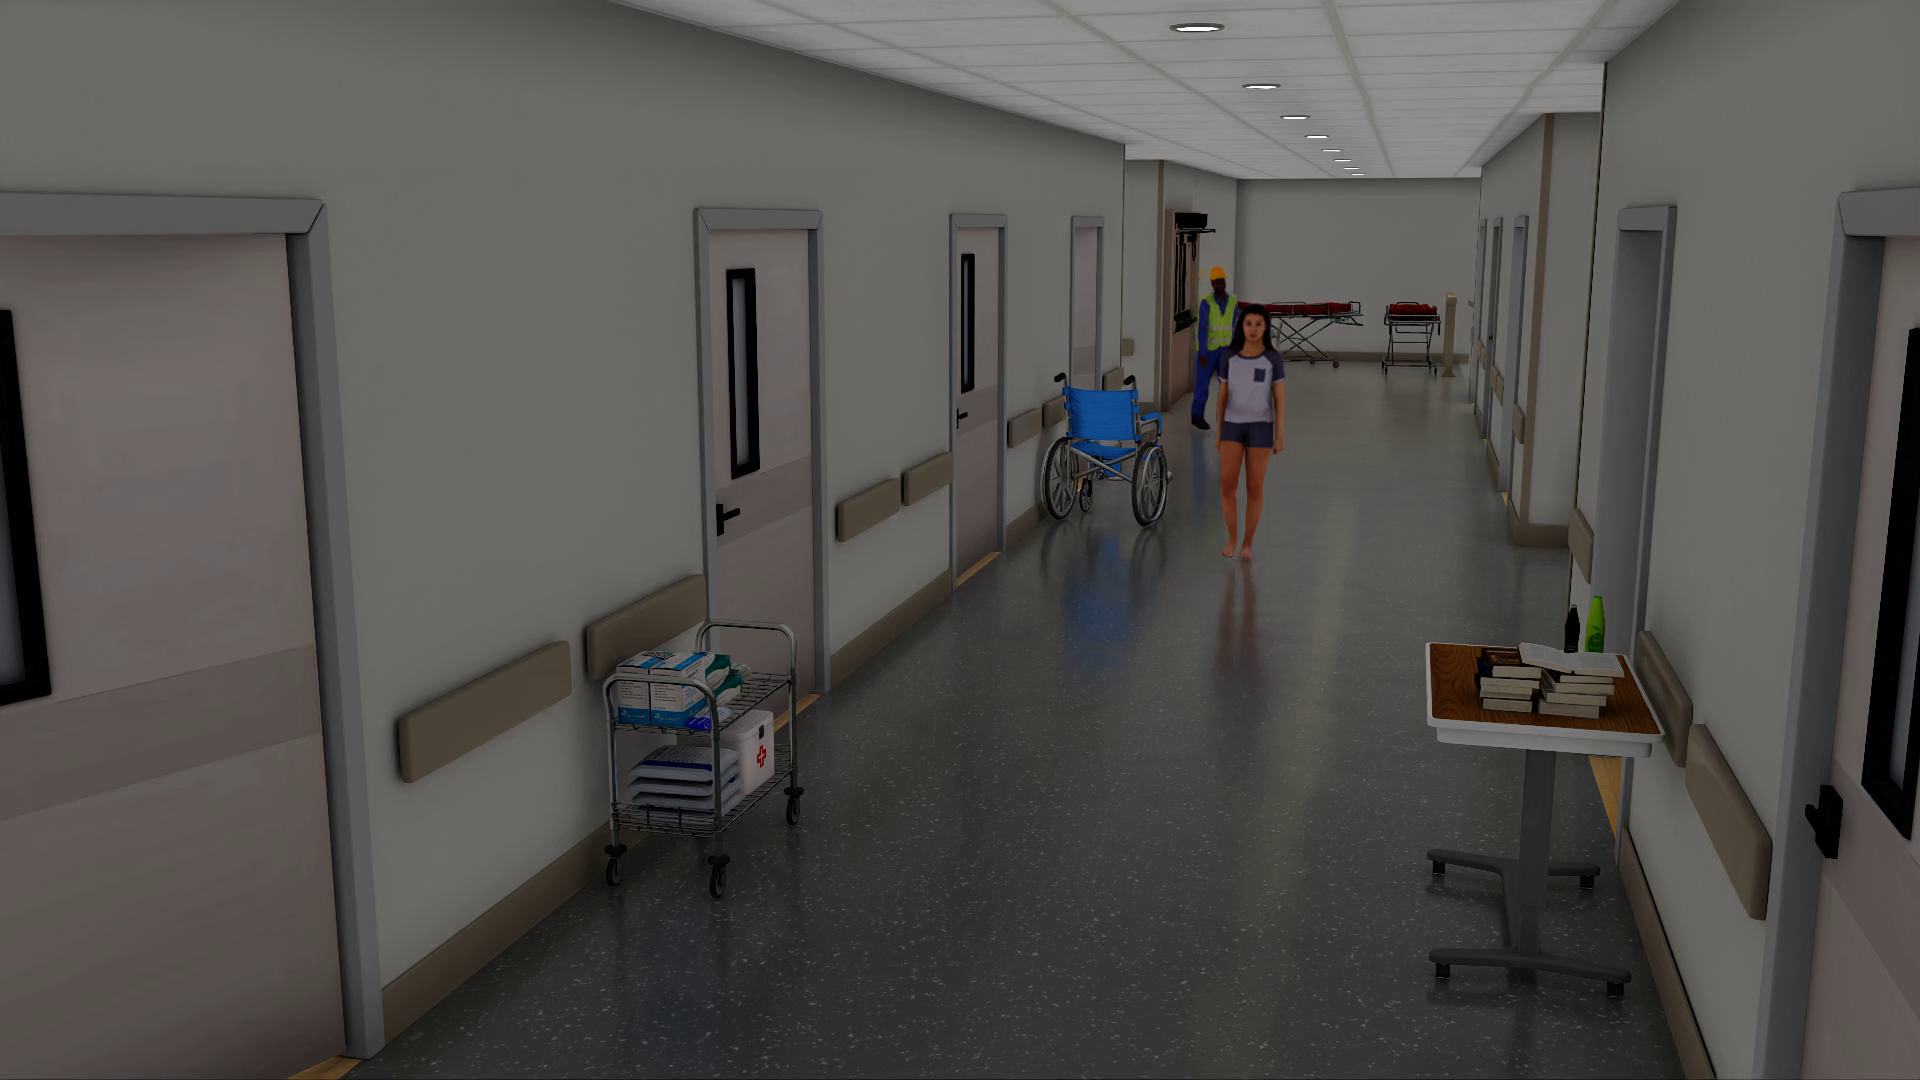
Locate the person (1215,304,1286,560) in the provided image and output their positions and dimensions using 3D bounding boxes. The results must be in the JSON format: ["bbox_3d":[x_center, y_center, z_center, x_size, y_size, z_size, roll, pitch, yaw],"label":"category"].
[{"bbox_3d":[1.951,-0.724,11.223,0.605,1.719,0.584,3,11,15],"label":"person"}]

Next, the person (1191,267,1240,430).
[{"bbox_3d":[2.746,-2.057,18.115,1.085,1.770,1.260,-5,12,-23],"label":"person"}]
